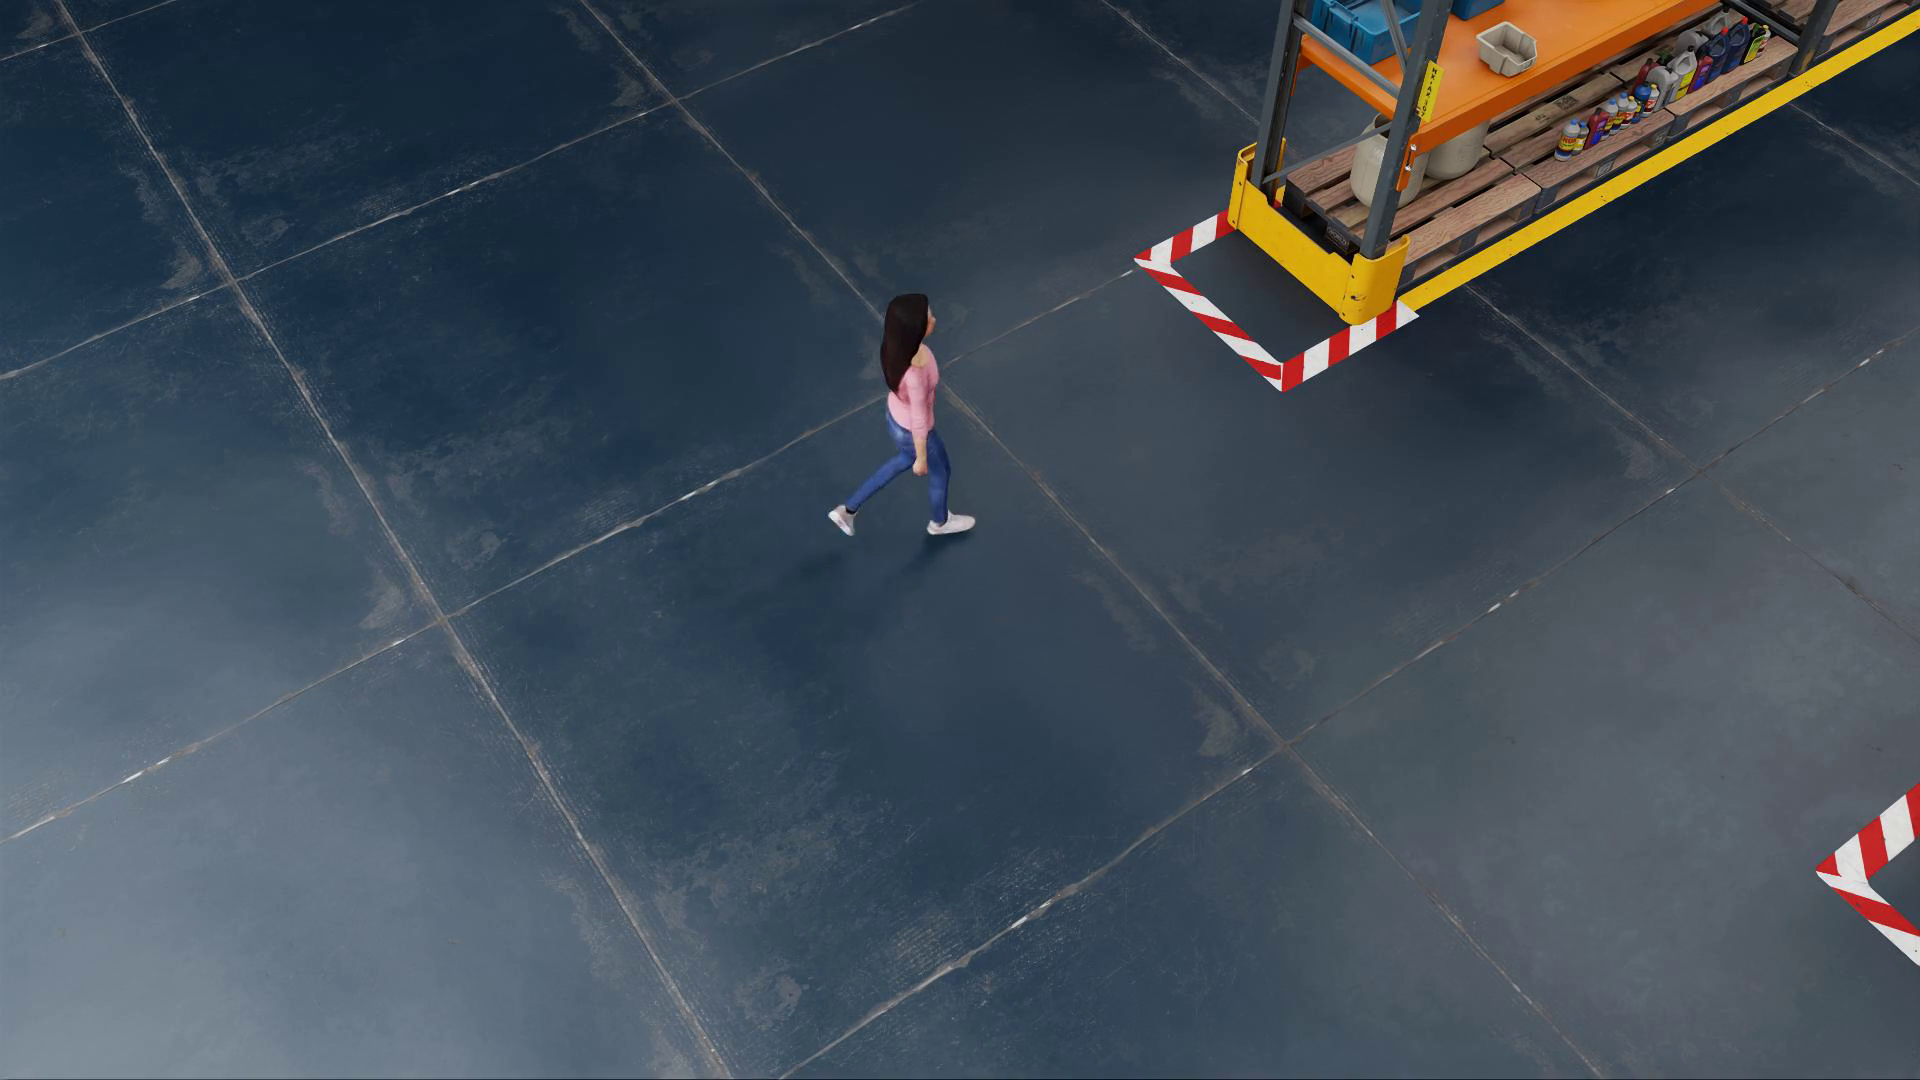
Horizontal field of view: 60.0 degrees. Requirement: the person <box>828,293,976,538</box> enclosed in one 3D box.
[{"bbox_3d":[-0.305,-0.552,8.065,1.063,1.723,0.783,-13,53,-10],"label":"person"}]
